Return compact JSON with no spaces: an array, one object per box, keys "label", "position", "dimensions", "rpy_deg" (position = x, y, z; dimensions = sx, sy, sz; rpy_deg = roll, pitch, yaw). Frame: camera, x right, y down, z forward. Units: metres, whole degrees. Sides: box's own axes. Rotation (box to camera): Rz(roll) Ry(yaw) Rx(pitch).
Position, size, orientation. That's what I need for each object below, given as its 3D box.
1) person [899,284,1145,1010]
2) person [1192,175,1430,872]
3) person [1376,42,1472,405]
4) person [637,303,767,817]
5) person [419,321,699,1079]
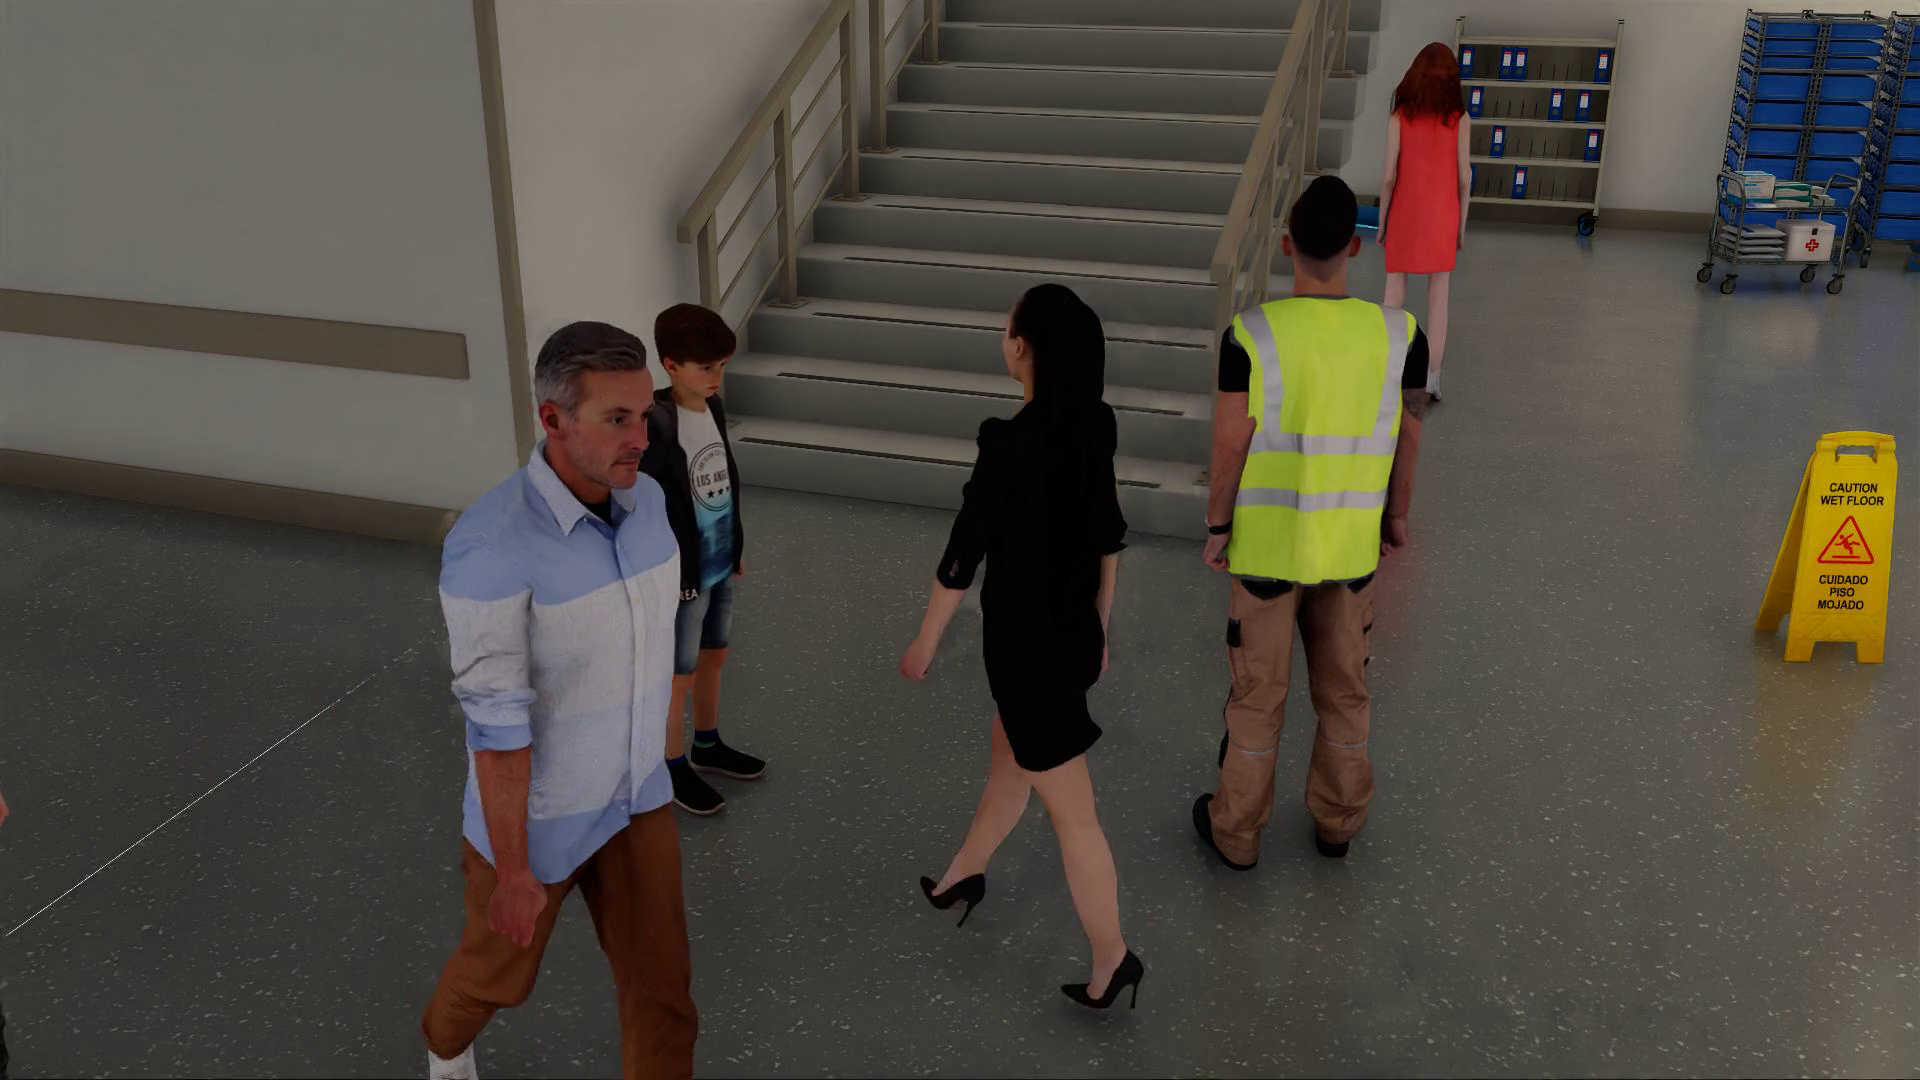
[{"label":"person","position":[0.274,0.307,3.716],"dimensions":[0.815,1.661,0.929],"rpy_deg":[12,24,29]},{"label":"person","position":[0.882,-0.009,4.289],"dimensions":[0.832,1.846,0.863],"rpy_deg":[-3,21,-7]},{"label":"person","position":[2.363,-1.600,8.514],"dimensions":[0.609,1.827,0.532],"rpy_deg":[5,21,14]},{"label":"person","position":[-0.756,0.046,4.703],"dimensions":[0.607,1.450,0.475],"rpy_deg":[9,23,23]},{"label":"person","position":[-0.786,0.472,3.107],"dimensions":[0.953,1.783,1.175],"rpy_deg":[15,26,35]}]
